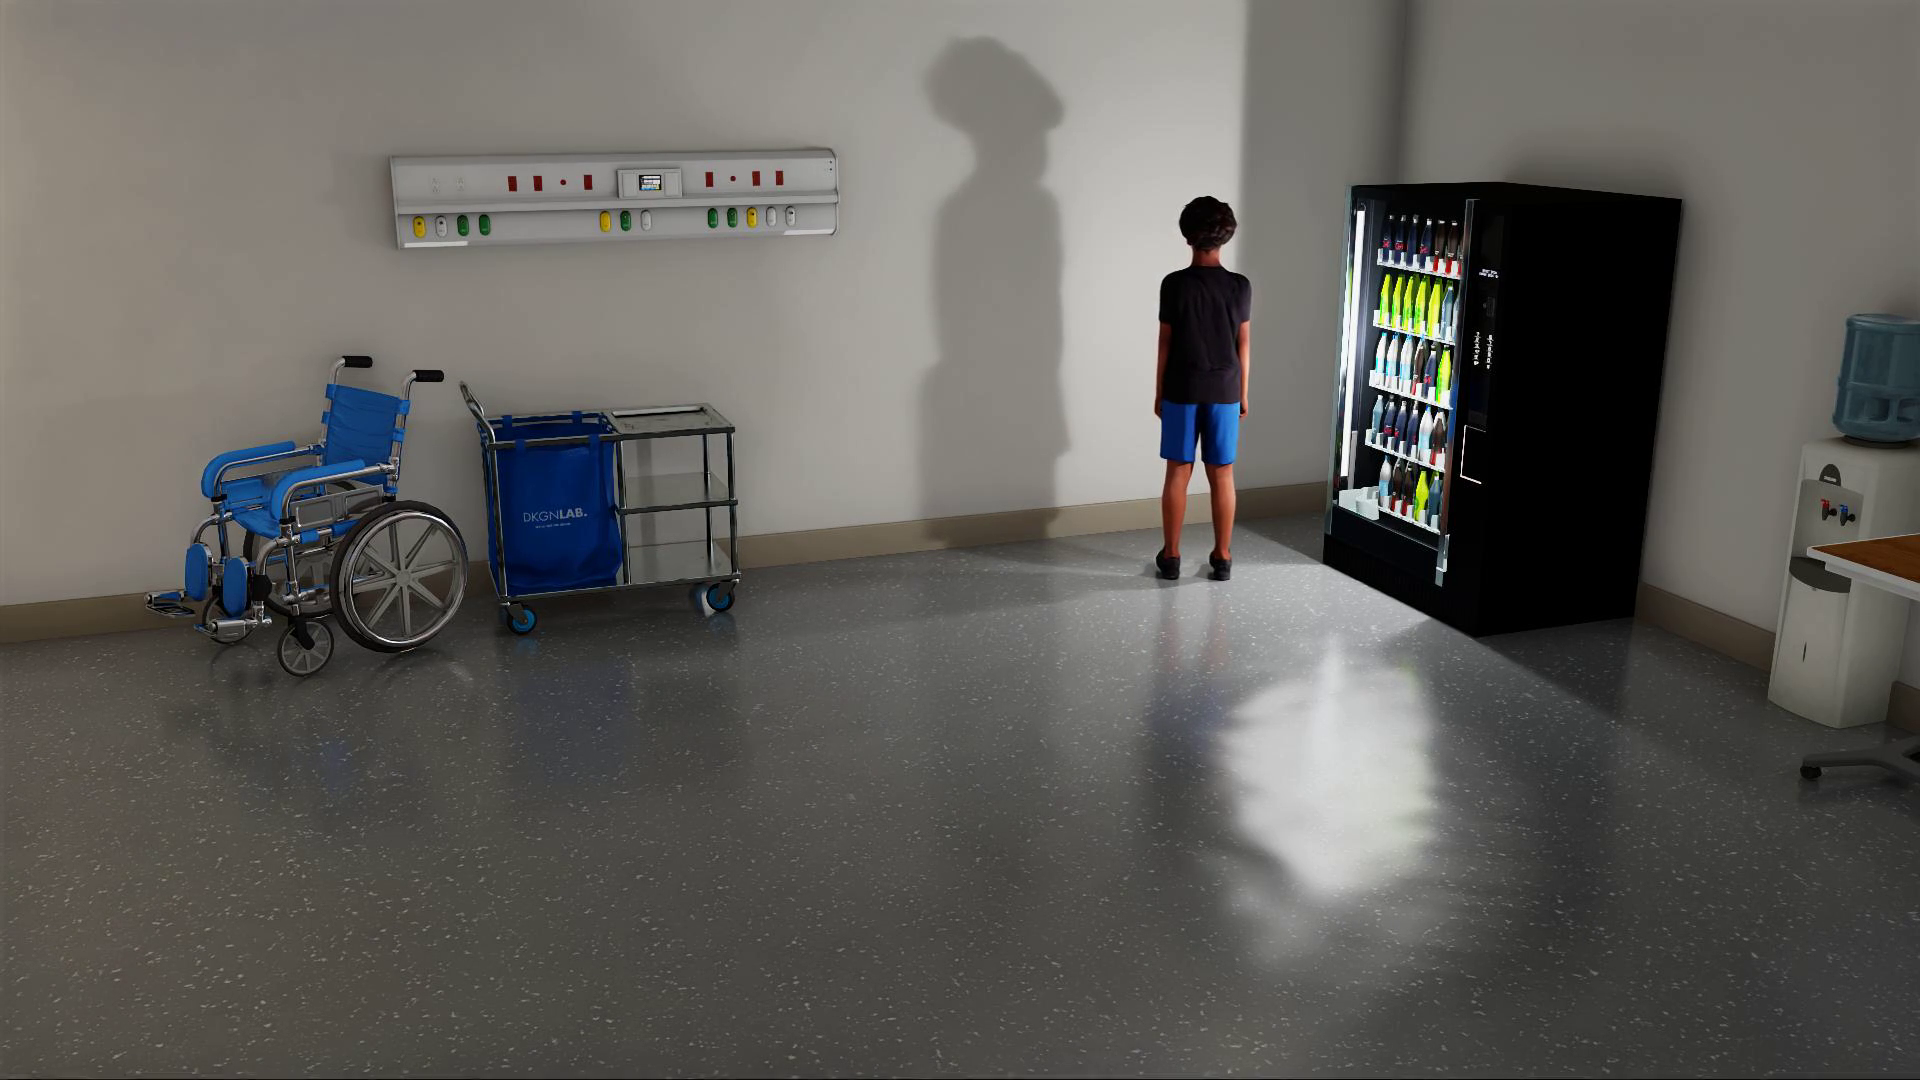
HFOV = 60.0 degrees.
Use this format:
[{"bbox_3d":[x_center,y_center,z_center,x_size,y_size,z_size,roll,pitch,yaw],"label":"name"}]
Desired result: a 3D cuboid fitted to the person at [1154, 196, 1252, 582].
[{"bbox_3d":[1.136,-0.700,7.799,0.675,1.794,0.674,1,16,3],"label":"person"}]
